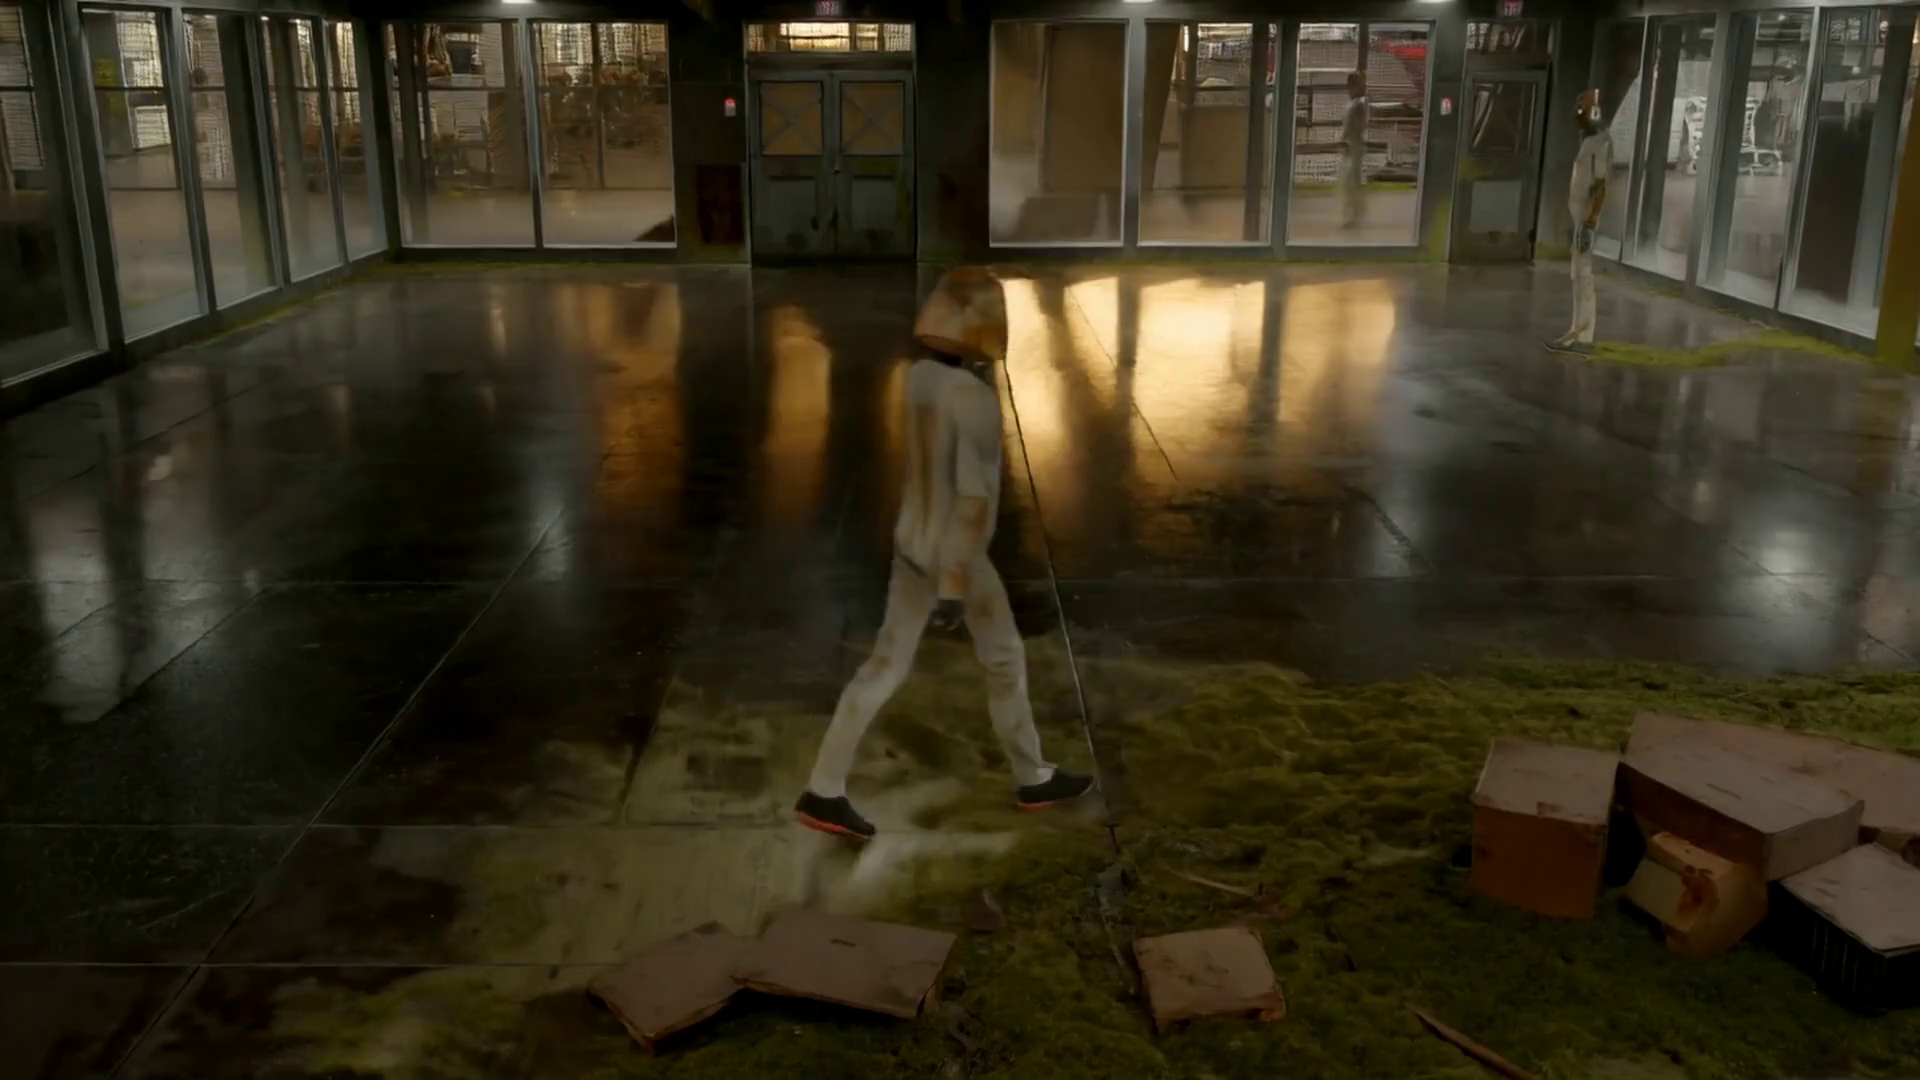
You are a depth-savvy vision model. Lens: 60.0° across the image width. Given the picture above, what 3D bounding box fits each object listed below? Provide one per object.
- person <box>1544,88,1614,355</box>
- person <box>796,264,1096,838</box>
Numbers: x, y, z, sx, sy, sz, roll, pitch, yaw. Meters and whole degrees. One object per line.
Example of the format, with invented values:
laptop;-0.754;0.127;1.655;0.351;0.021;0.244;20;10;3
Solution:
person;4.426;-2.248;11.822;0.315;1.870;0.532;3;17;11
person;-0.062;0.046;4.521;0.914;1.578;0.508;-8;18;-27
